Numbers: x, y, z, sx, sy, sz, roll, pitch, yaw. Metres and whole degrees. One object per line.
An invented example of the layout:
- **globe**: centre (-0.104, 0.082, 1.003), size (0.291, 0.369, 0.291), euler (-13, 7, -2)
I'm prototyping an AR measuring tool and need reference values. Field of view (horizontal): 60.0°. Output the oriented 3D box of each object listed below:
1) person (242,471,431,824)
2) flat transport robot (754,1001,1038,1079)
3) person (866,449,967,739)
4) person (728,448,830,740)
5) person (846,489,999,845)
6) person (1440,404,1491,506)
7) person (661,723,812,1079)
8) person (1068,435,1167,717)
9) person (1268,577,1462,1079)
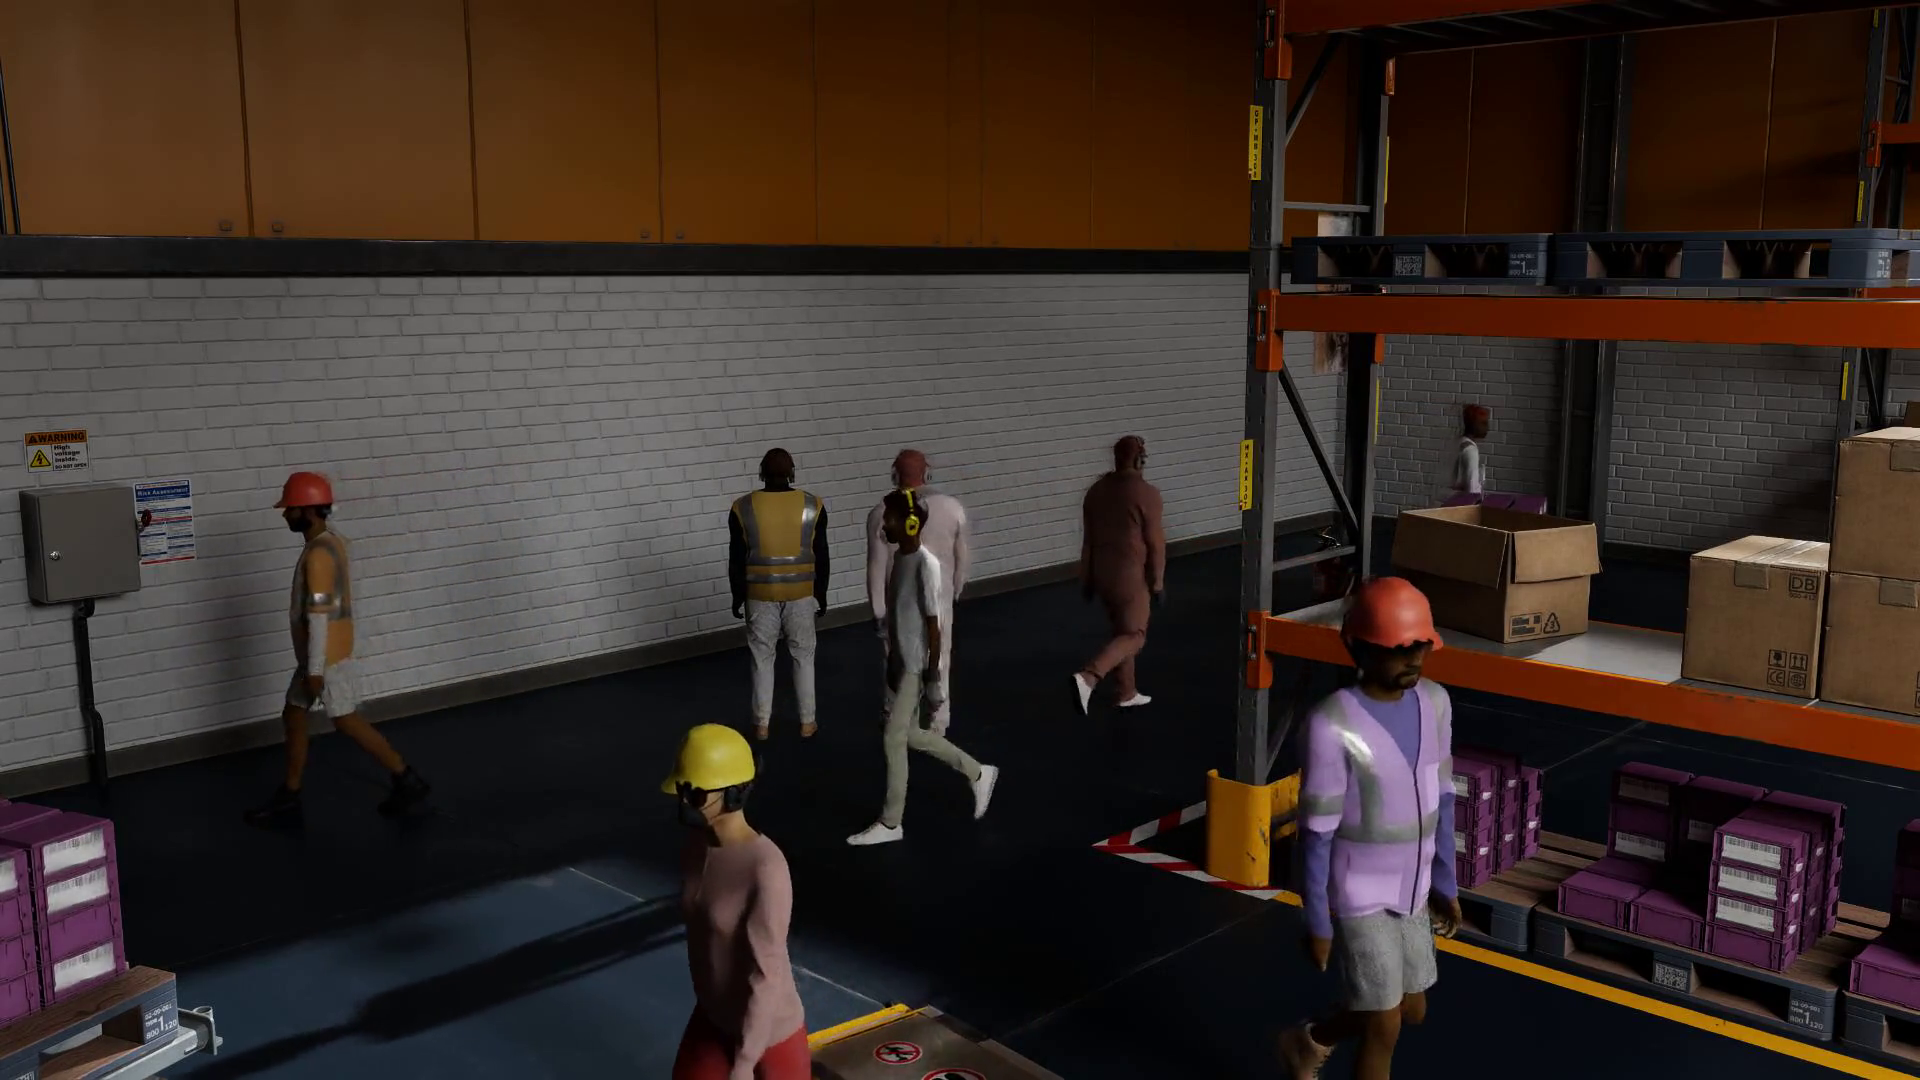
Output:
- **person**: centre (-3.344, 0.572, 8.851), size (0.954, 1.898, 0.554), euler (-3, 10, -18)
- **flat transport robot**: centre (-0.080, 1.906, 5.639), size (0.652, 0.197, 1.431), euler (-7, 12, -38)
- **person**: centre (-0.267, 0.365, 10.258), size (0.650, 1.858, 0.968), euler (-2, 9, -11)
- **person**: centre (-1.134, 0.338, 10.450), size (0.633, 1.842, 0.429), euler (-2, 9, -11)
- **person**: centre (-0.194, 0.642, 8.575), size (0.779, 1.852, 0.521), euler (-2, 10, -15)
- **person**: centre (4.278, -0.246, 14.082), size (0.965, 1.826, 0.628), euler (1, 9, 5)
- **person**: centre (-0.650, 1.350, 4.638), size (0.937, 1.713, 0.539), euler (-8, 12, -40)
- **person**: centre (1.017, 0.249, 10.910), size (0.761, 1.868, 0.627), euler (-6, 11, -33)
- **person**: centre (1.283, 1.090, 5.301), size (0.616, 2.022, 0.752), euler (-7, 11, -35)
